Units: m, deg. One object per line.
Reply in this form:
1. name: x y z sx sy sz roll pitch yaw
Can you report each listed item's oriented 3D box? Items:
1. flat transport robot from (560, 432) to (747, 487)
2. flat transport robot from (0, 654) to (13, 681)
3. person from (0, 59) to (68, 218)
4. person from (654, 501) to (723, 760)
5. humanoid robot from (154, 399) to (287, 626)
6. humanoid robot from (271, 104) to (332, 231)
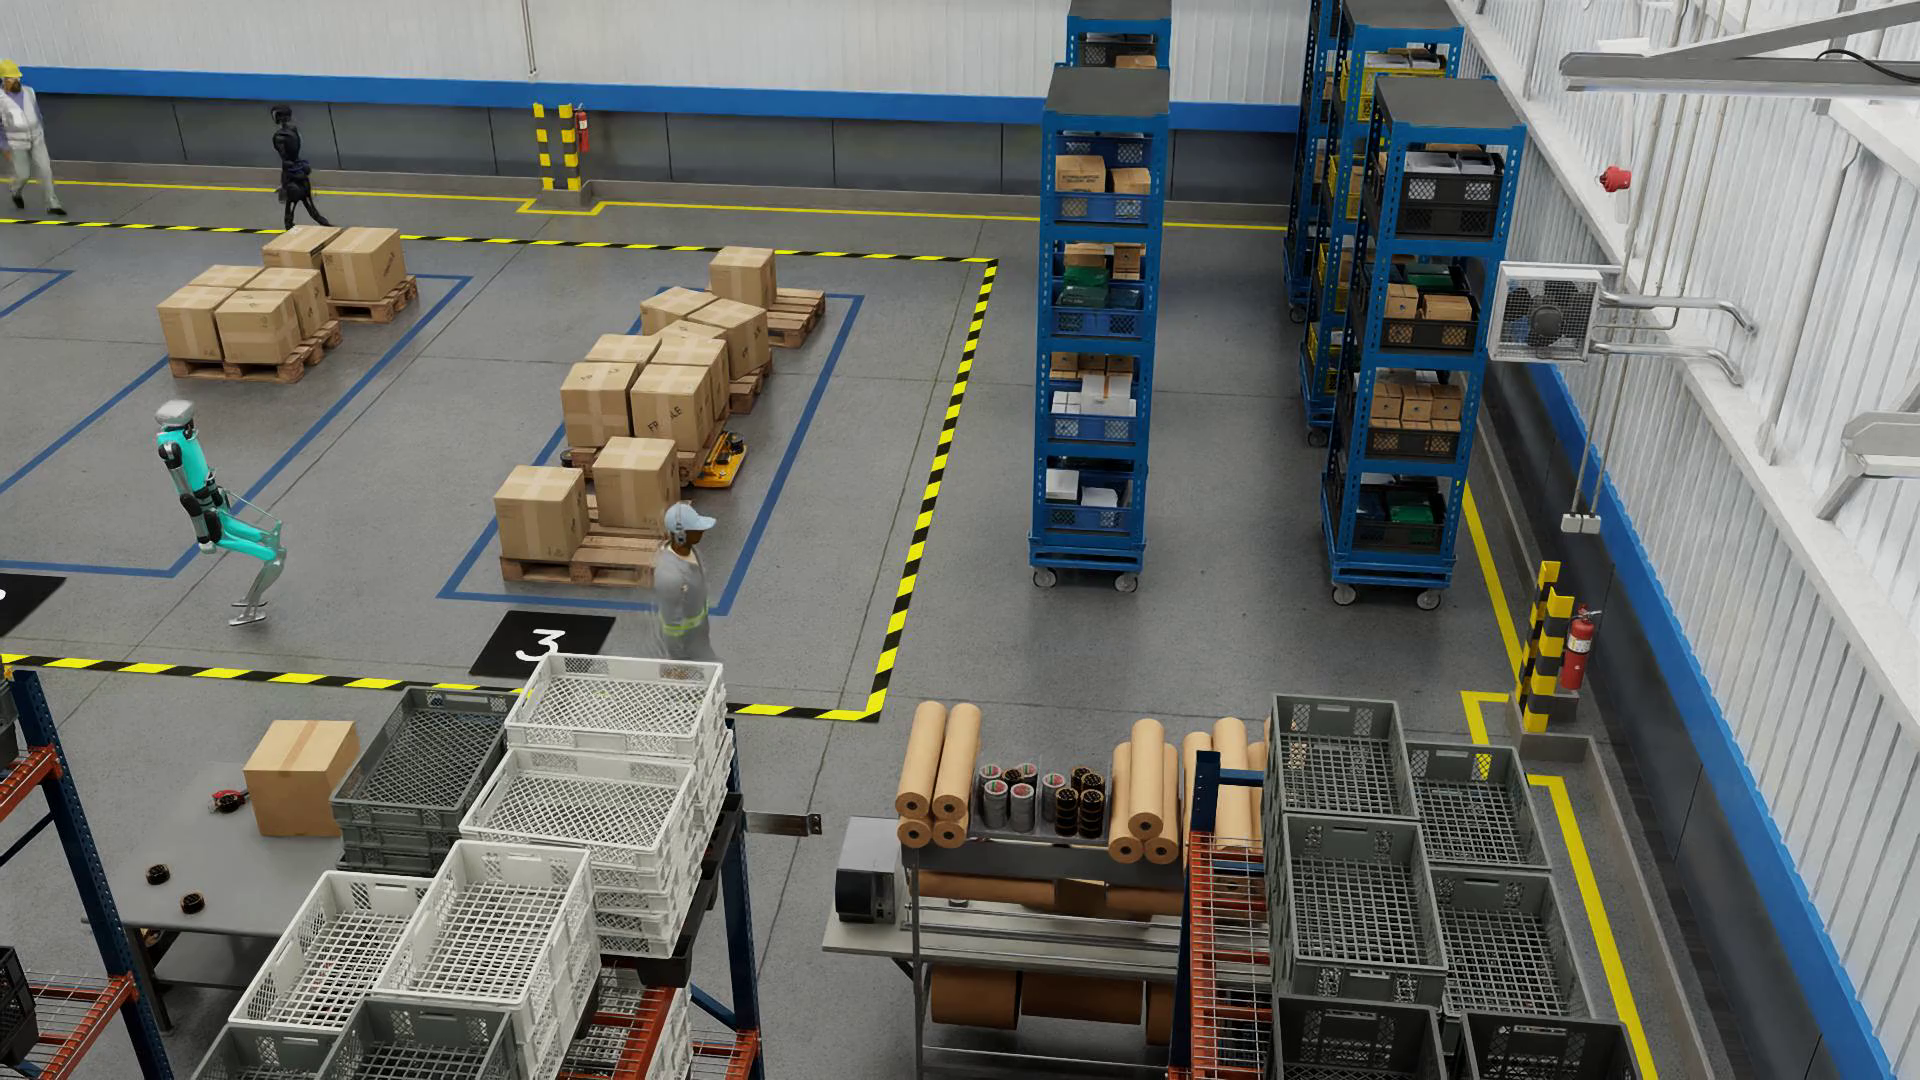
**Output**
1. flat transport robot: -2.554 -0.707 13.861 1.431 0.197 0.652 3 30 6
2. flat transport robot: -7.142 0.969 11.010 1.431 0.231 0.659 3 30 6
3. person: -10.736 -4.593 19.023 0.675 1.808 0.589 18 35 29
4. person: -1.656 0.586 10.100 0.468 1.842 0.600 2 30 3
5. humanoid robot: -4.975 -0.195 11.420 0.735 1.673 0.533 -6 31 -10
6. humanoid robot: -7.178 -3.917 18.047 0.760 1.641 0.599 -2 30 -4
